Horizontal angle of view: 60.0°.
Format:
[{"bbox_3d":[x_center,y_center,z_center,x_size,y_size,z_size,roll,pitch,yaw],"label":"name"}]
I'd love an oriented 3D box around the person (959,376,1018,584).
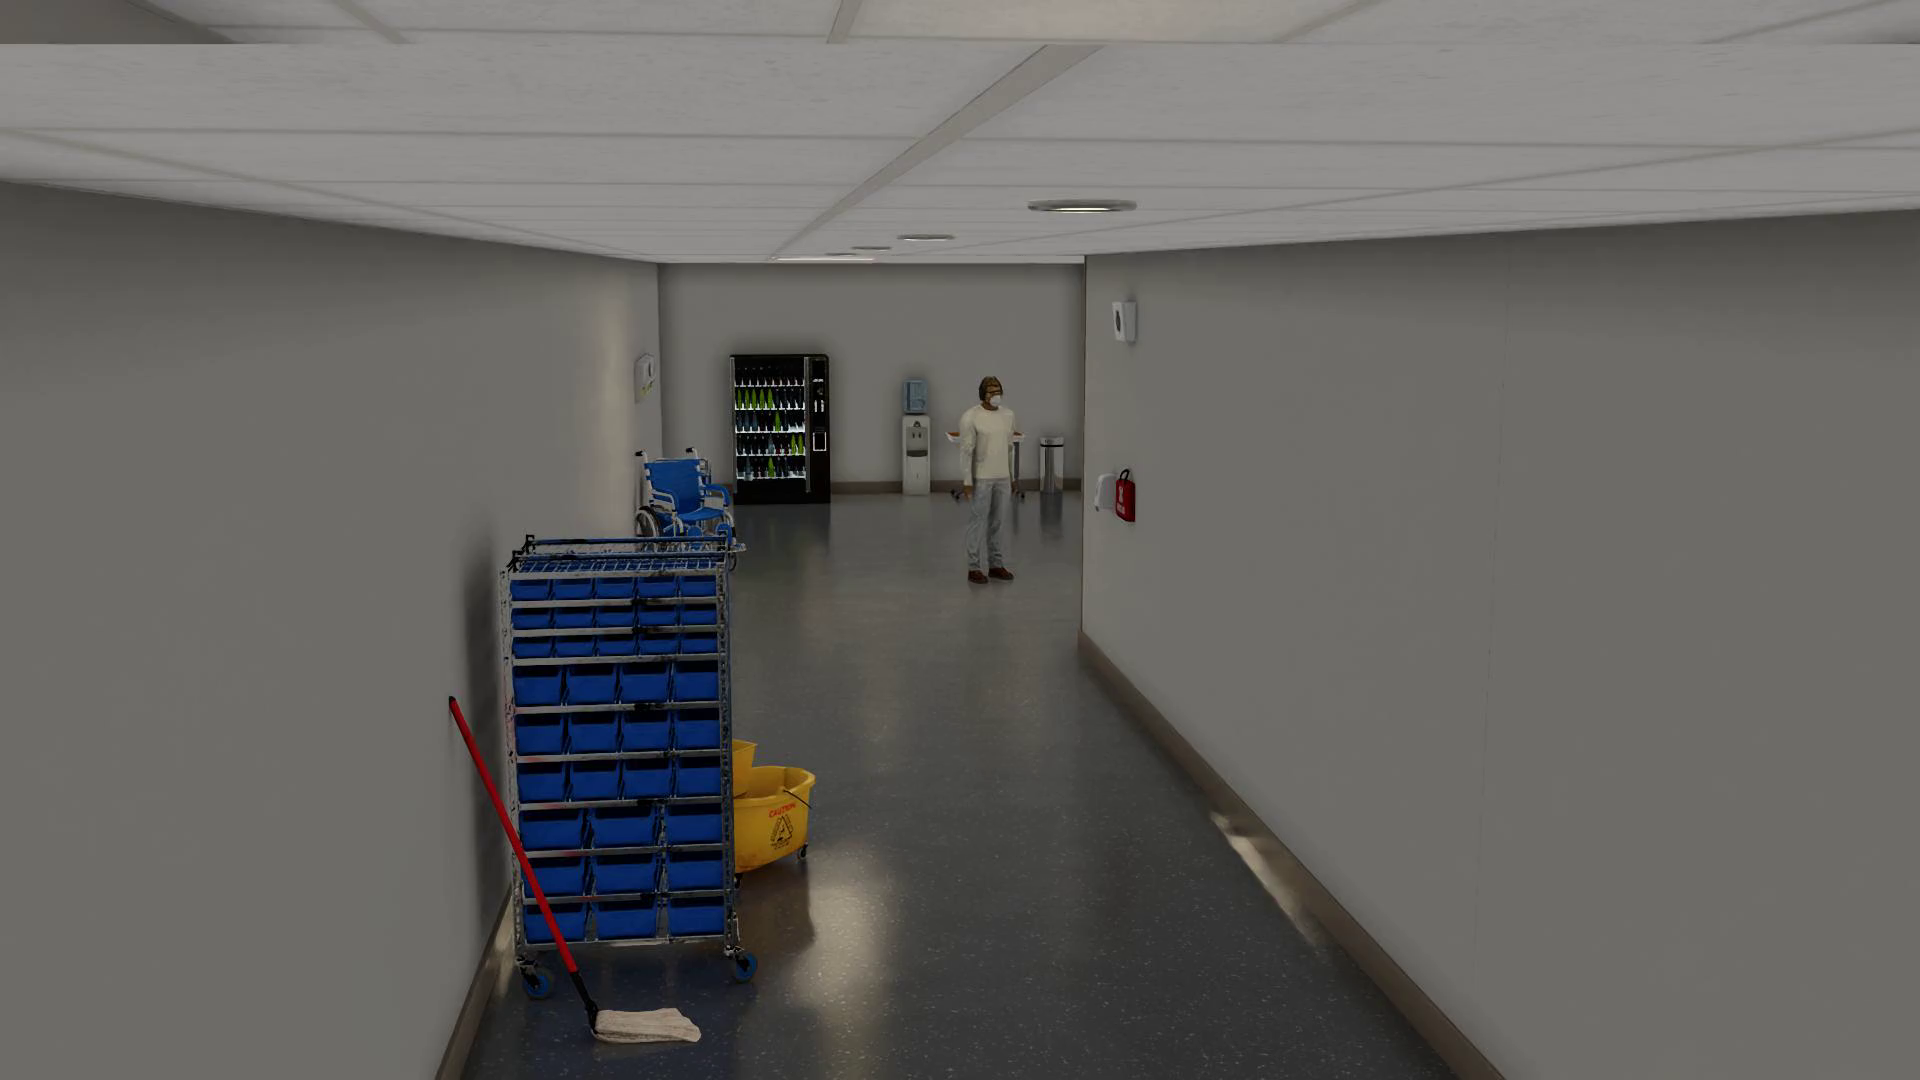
[{"bbox_3d":[0.277,-0.569,15.586,0.637,1.938,0.357,-7,11,-37],"label":"person"}]
